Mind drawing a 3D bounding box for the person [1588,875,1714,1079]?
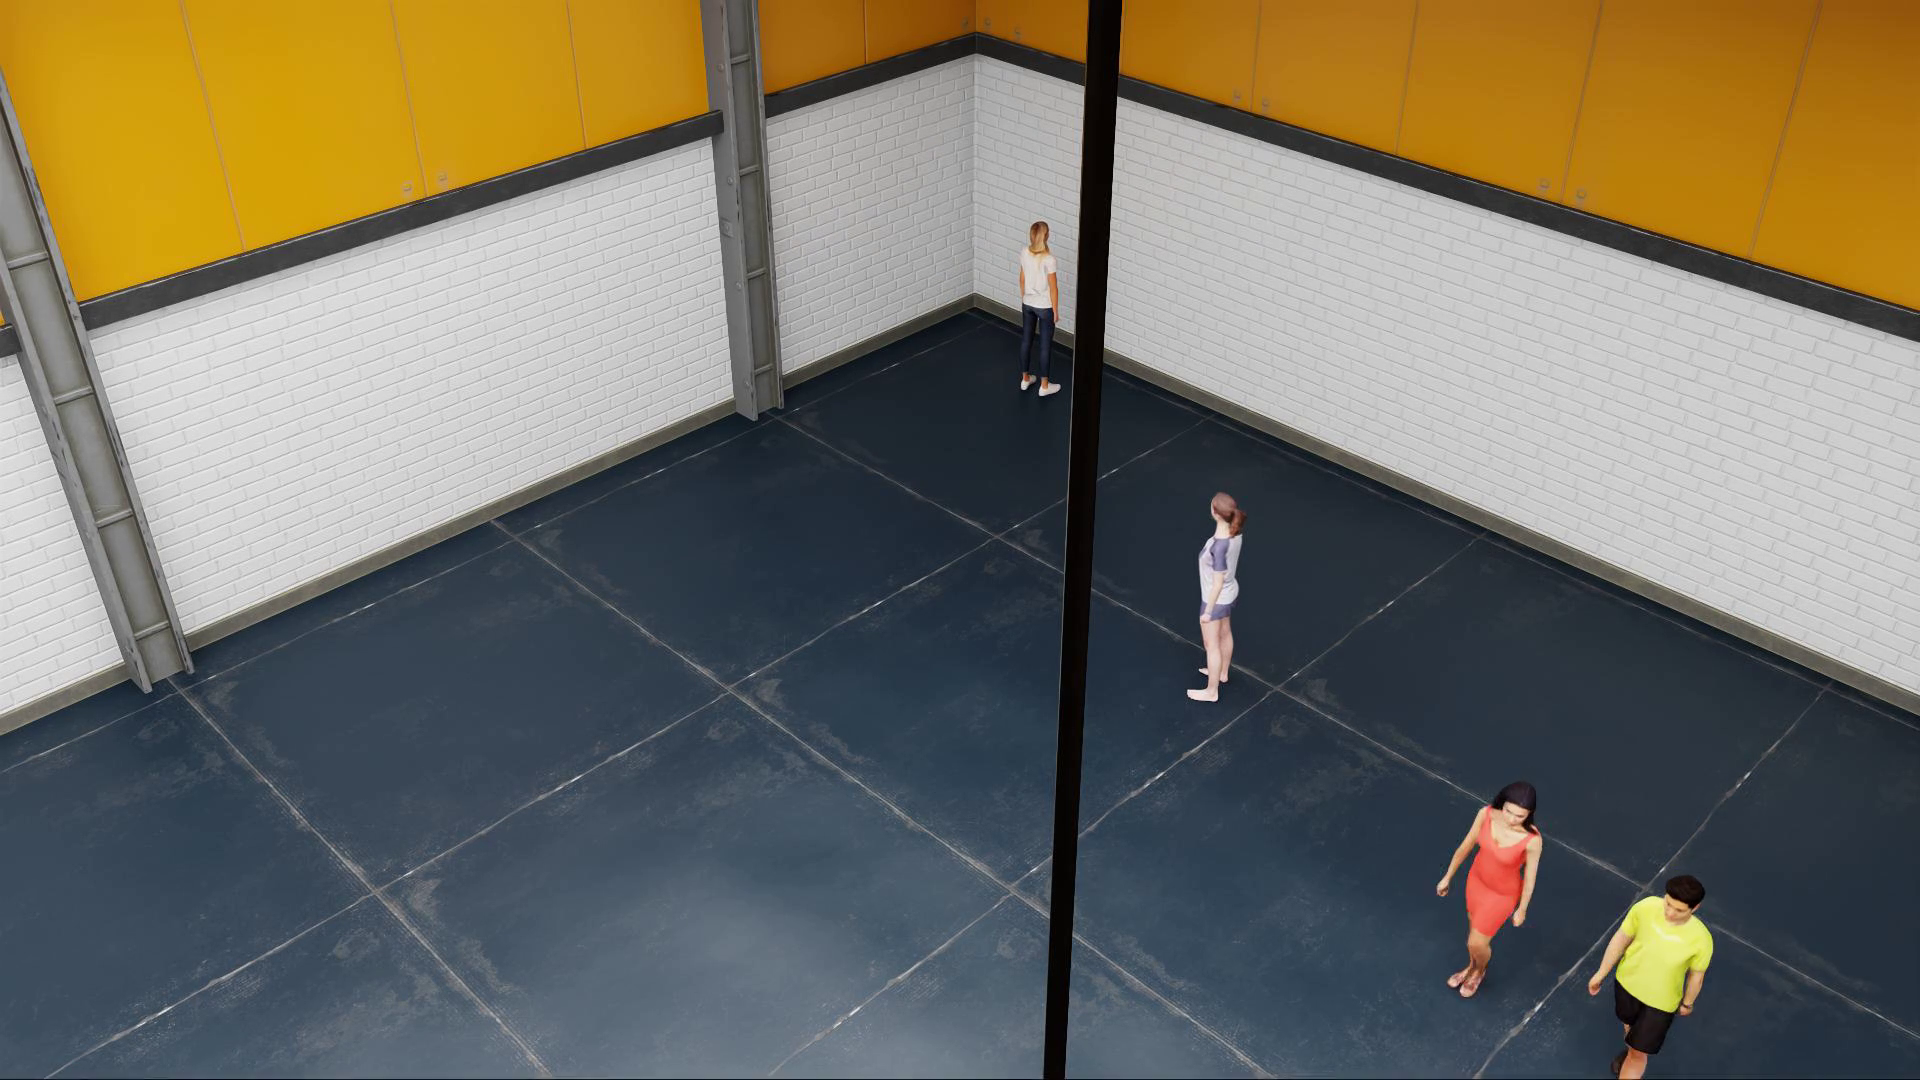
[{"bbox_3d":[3.912,2.454,9.356,1.015,1.671,0.691,-25,41,-32],"label":"person"}]

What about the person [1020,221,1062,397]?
[{"bbox_3d":[0.769,-2.283,16.358,0.610,1.809,0.522,25,41,32],"label":"person"}]

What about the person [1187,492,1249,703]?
[{"bbox_3d":[1.920,0.416,12.338,0.695,1.765,0.560,17,37,24],"label":"person"}]

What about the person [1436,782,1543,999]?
[{"bbox_3d":[3.237,2.054,9.928,0.645,1.704,0.691,-20,38,-27],"label":"person"}]
